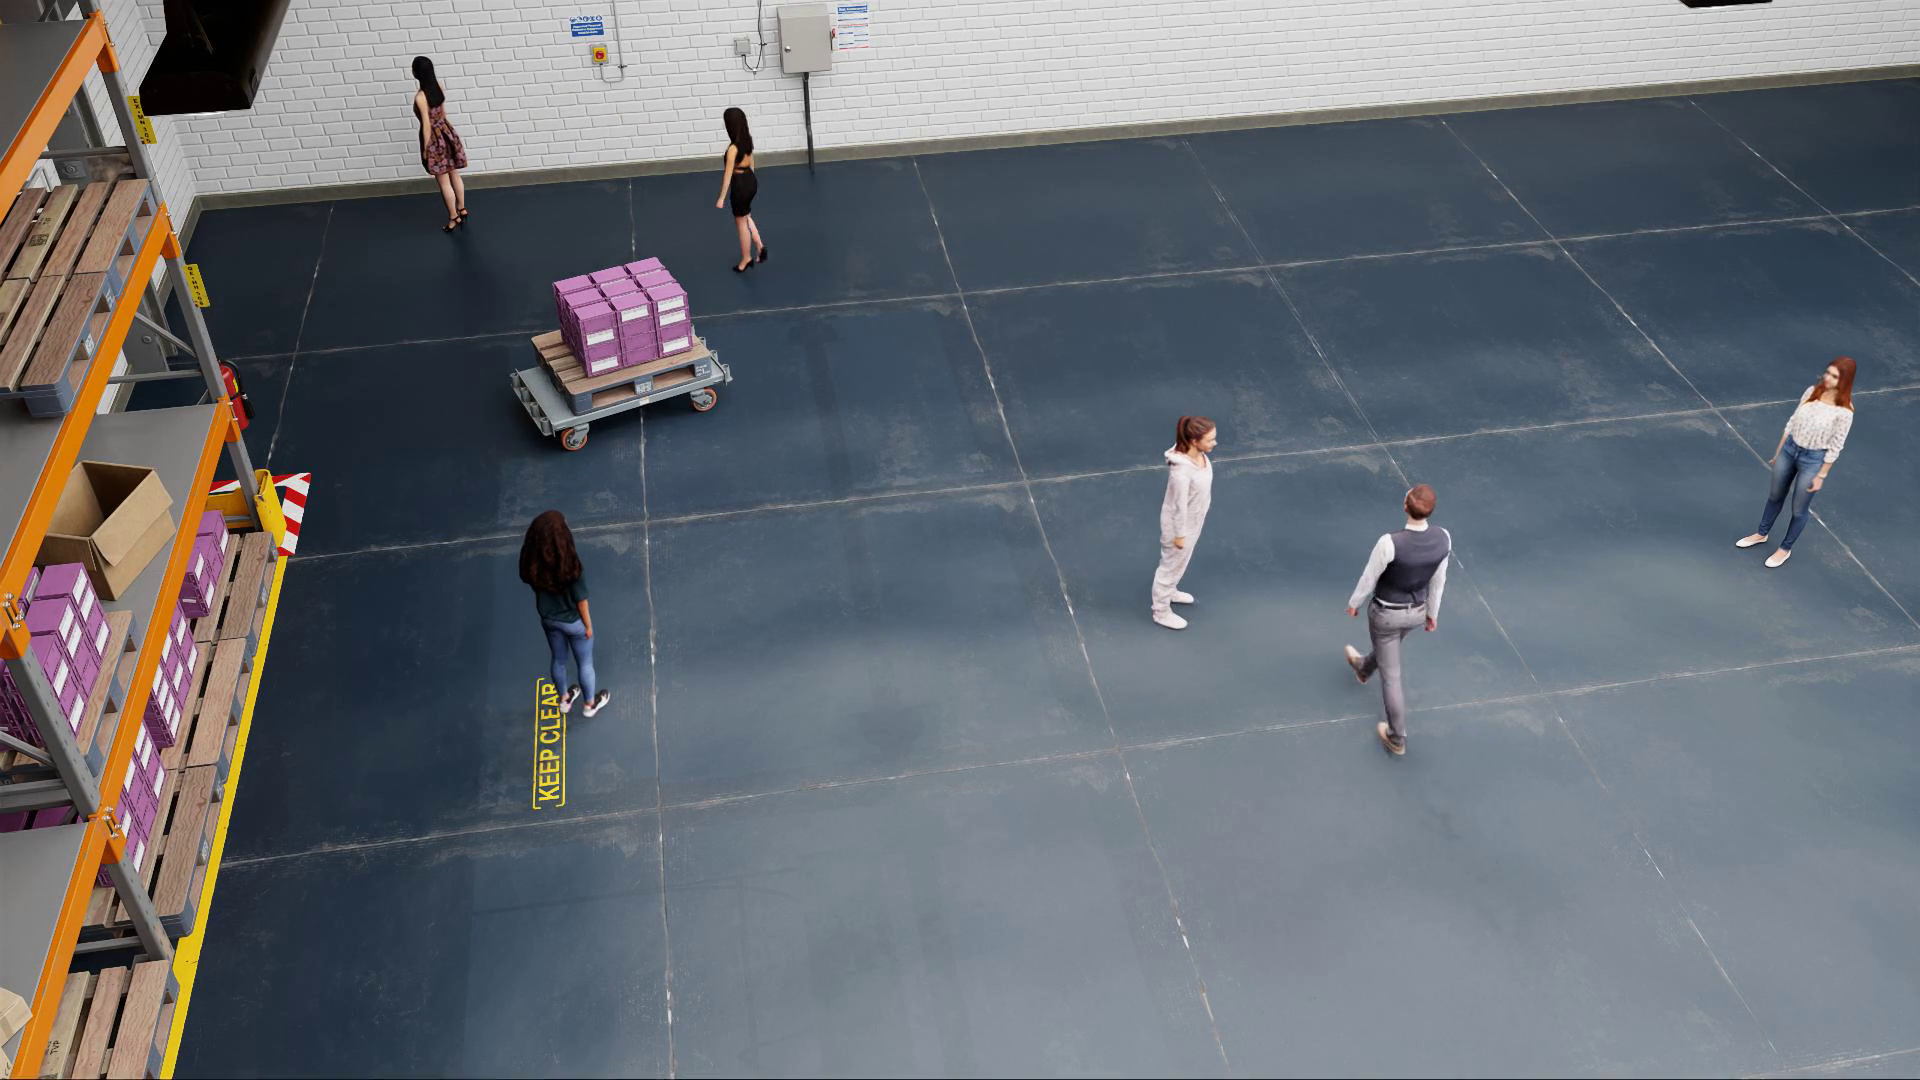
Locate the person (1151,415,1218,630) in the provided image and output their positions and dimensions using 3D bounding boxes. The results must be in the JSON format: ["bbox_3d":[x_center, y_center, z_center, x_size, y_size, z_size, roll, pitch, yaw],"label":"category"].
[{"bbox_3d":[1.529,-0.166,11.544,0.786,1.689,0.666,11,40,14],"label":"person"}]

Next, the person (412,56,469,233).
[{"bbox_3d":[-5.036,-3.821,16.051,0.838,1.774,0.748,9,40,12],"label":"person"}]

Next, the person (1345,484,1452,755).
[{"bbox_3d":[2.800,0.525,10.519,0.733,1.888,1.221,-9,39,-11],"label":"person"}]

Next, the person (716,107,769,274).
[{"bbox_3d":[-1.953,-3.201,15.381,0.755,1.643,0.668,11,40,14],"label":"person"}]

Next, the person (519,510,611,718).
[{"bbox_3d":[-2.567,0.493,10.778,0.689,1.616,0.724,11,40,14],"label":"person"}]

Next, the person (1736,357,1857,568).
[{"bbox_3d":[6.113,-0.586,12.038,0.691,1.729,0.539,-18,42,-21],"label":"person"}]
